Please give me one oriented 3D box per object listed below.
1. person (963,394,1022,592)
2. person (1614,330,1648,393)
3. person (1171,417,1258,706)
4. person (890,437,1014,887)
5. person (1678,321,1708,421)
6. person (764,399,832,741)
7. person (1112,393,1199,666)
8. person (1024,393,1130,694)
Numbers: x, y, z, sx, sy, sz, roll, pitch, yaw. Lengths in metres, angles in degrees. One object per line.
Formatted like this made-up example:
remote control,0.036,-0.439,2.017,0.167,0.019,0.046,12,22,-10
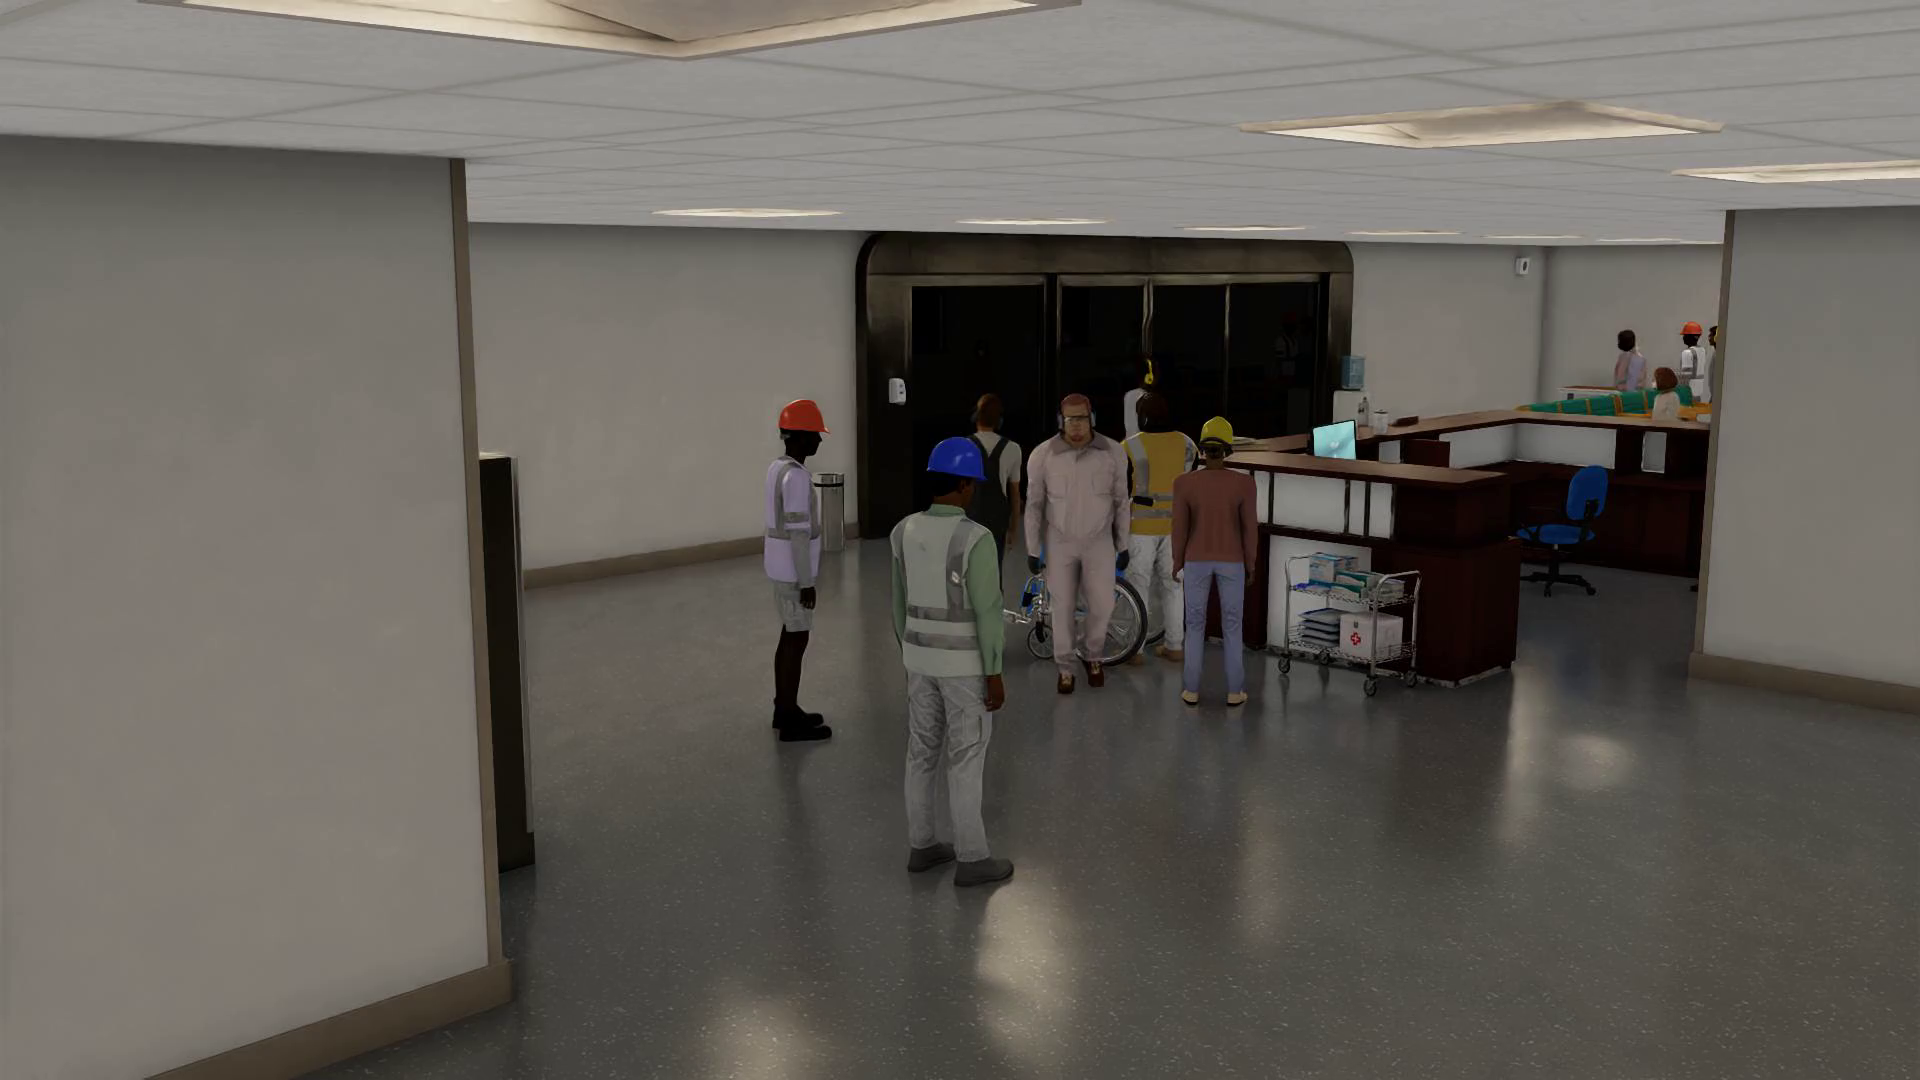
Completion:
person,0.134,-0.087,11.337,0.542,1.808,0.841,-2,9,-12
person,9.470,-2.063,23.500,0.523,1.802,0.655,0,9,-1
person,1.543,0.136,10.117,0.524,1.769,0.314,2,9,11
person,-0.035,0.524,7.200,0.601,1.941,0.395,9,13,43
person,9.990,-2.021,22.821,0.545,1.938,0.360,-9,13,-43
person,-0.911,0.167,9.439,0.389,1.928,0.550,-3,10,-16
person,1.285,-0.070,11.176,0.628,1.836,0.428,-4,10,-23
person,0.731,0.030,10.388,0.668,1.888,0.441,0,9,1
